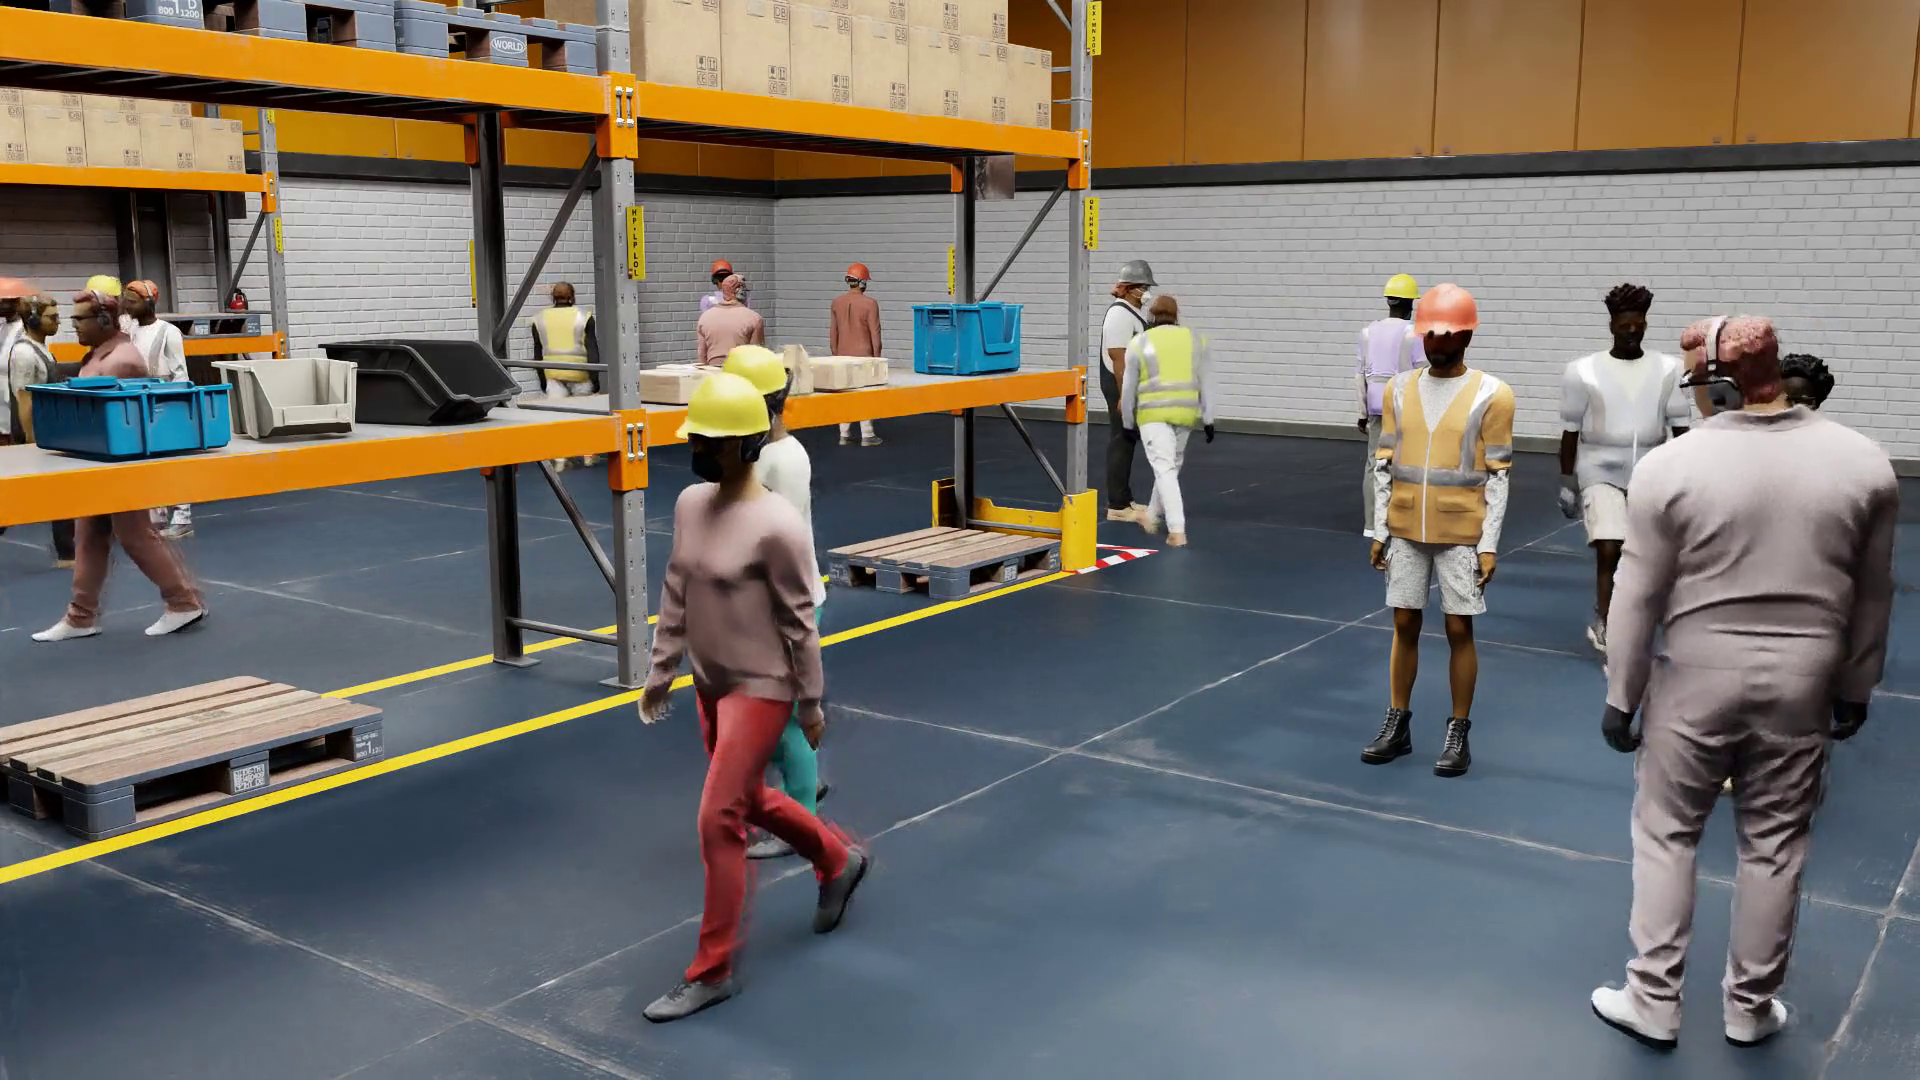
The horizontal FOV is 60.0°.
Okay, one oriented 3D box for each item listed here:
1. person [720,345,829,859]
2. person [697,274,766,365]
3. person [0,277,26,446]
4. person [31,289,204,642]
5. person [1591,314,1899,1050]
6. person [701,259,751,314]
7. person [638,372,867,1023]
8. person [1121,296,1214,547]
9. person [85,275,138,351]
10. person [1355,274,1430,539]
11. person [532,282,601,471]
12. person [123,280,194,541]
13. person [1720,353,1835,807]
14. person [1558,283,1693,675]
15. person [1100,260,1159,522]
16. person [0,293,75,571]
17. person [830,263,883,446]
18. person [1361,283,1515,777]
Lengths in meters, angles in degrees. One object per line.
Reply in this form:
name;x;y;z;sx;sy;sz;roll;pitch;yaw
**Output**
person;-0.647;0.221;5.605;0.367;1.746;0.529;-4;10;-24
person;-1.935;-1.334;14.392;0.652;1.904;0.402;4;10;21
person;-7.520;-1.174;13.457;0.553;1.907;0.932;6;11;31
person;-4.527;-0.393;8.876;0.817;1.878;0.662;-7;12;-37
person;1.985;0.381;4.241;0.692;1.891;0.402;1;10;8
person;-2.629;-2.110;18.621;0.605;2.036;0.393;-7;12;-34
person;-0.551;0.389;4.623;0.810;1.733;0.520;-8;13;-41
person;1.485;-0.863;11.985;0.650;1.777;1.001;-3;10;-18
person;-6.655;-1.130;13.160;0.619;1.905;0.491;4;11;25
person;3.132;-0.946;12.007;0.383;1.928;0.588;-9;13;-42
person;-3.788;-1.596;16.209;0.657;1.814;0.776;1;10;4
person;-5.844;-0.935;12.075;0.585;1.882;0.337;5;11;26
person;3.082;0.148;6.206;0.530;1.689;0.322;6;11;30
person;3.322;-0.319;8.318;0.620;1.915;1.005;1;10;4
person;1.370;-1.175;13.037;0.536;2.000;0.688;2;10;11
person;-6.030;-0.683;10.766;0.726;1.822;0.528;-4;10;-21
person;-1.124;-2.030;18.265;0.623;1.992;0.391;5;11;27
person;1.880;-0.038;6.576;0.544;1.937;0.358;7;12;35
